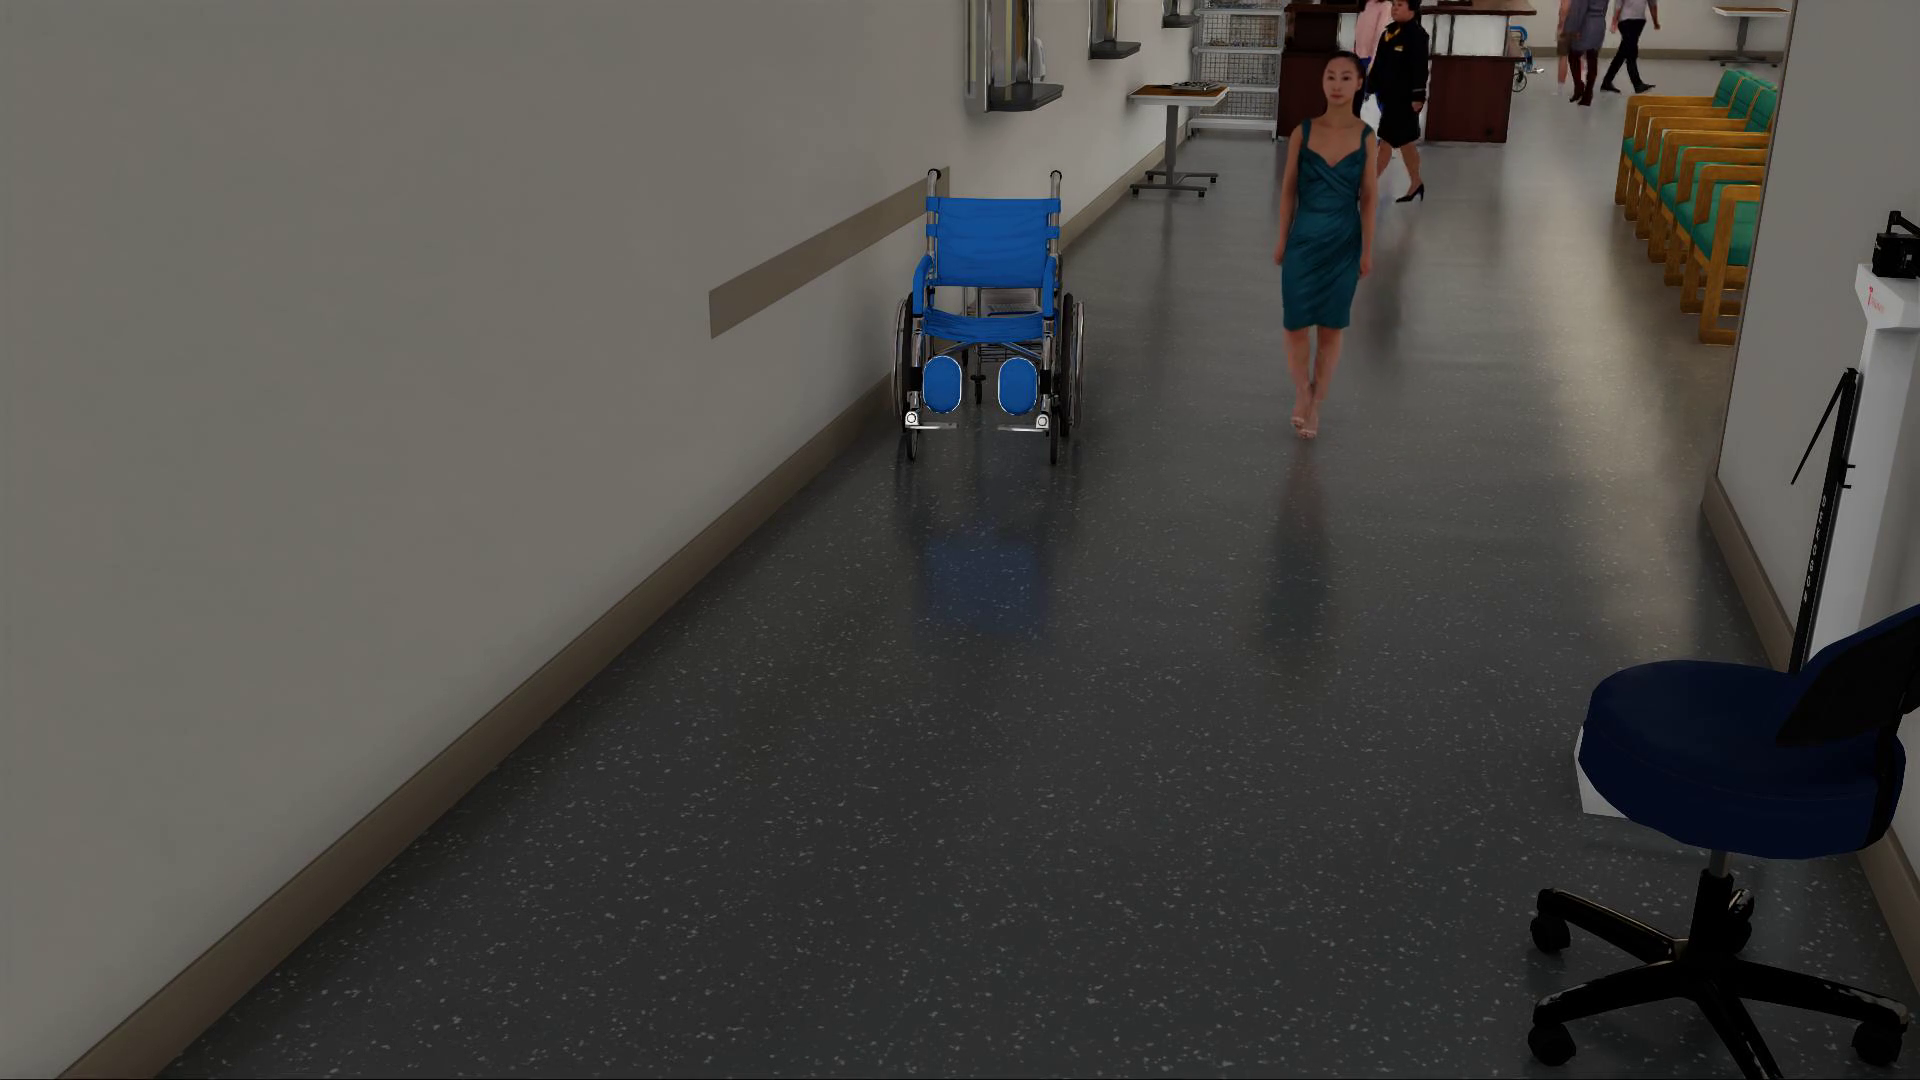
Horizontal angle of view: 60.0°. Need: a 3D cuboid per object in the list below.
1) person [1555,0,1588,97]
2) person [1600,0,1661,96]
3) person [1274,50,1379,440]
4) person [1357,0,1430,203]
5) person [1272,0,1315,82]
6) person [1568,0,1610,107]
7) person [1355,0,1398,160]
[{"bbox_3d":[7.793,-6.464,21.024,0.928,1.828,0.892,-3,21,-7],"label":"person"},{"bbox_3d":[8.359,-6.490,20.898,1.174,1.792,1.226,-11,23,-27],"label":"person"},{"bbox_3d":[1.601,-1.266,7.271,0.478,1.676,0.627,6,21,14],"label":"person"},{"bbox_3d":[3.533,-3.449,13.090,1.155,1.636,1.006,-6,22,-15],"label":"person"},{"bbox_3d":[4.430,-6.716,22.017,0.991,1.423,0.939,17,27,38],"label":"person"},{"bbox_3d":[7.602,-6.055,19.879,0.671,1.702,0.758,-6,21,-15],"label":"person"},{"bbox_3d":[3.859,-4.316,15.266,1.215,1.716,1.079,-8,22,-21],"label":"person"}]
